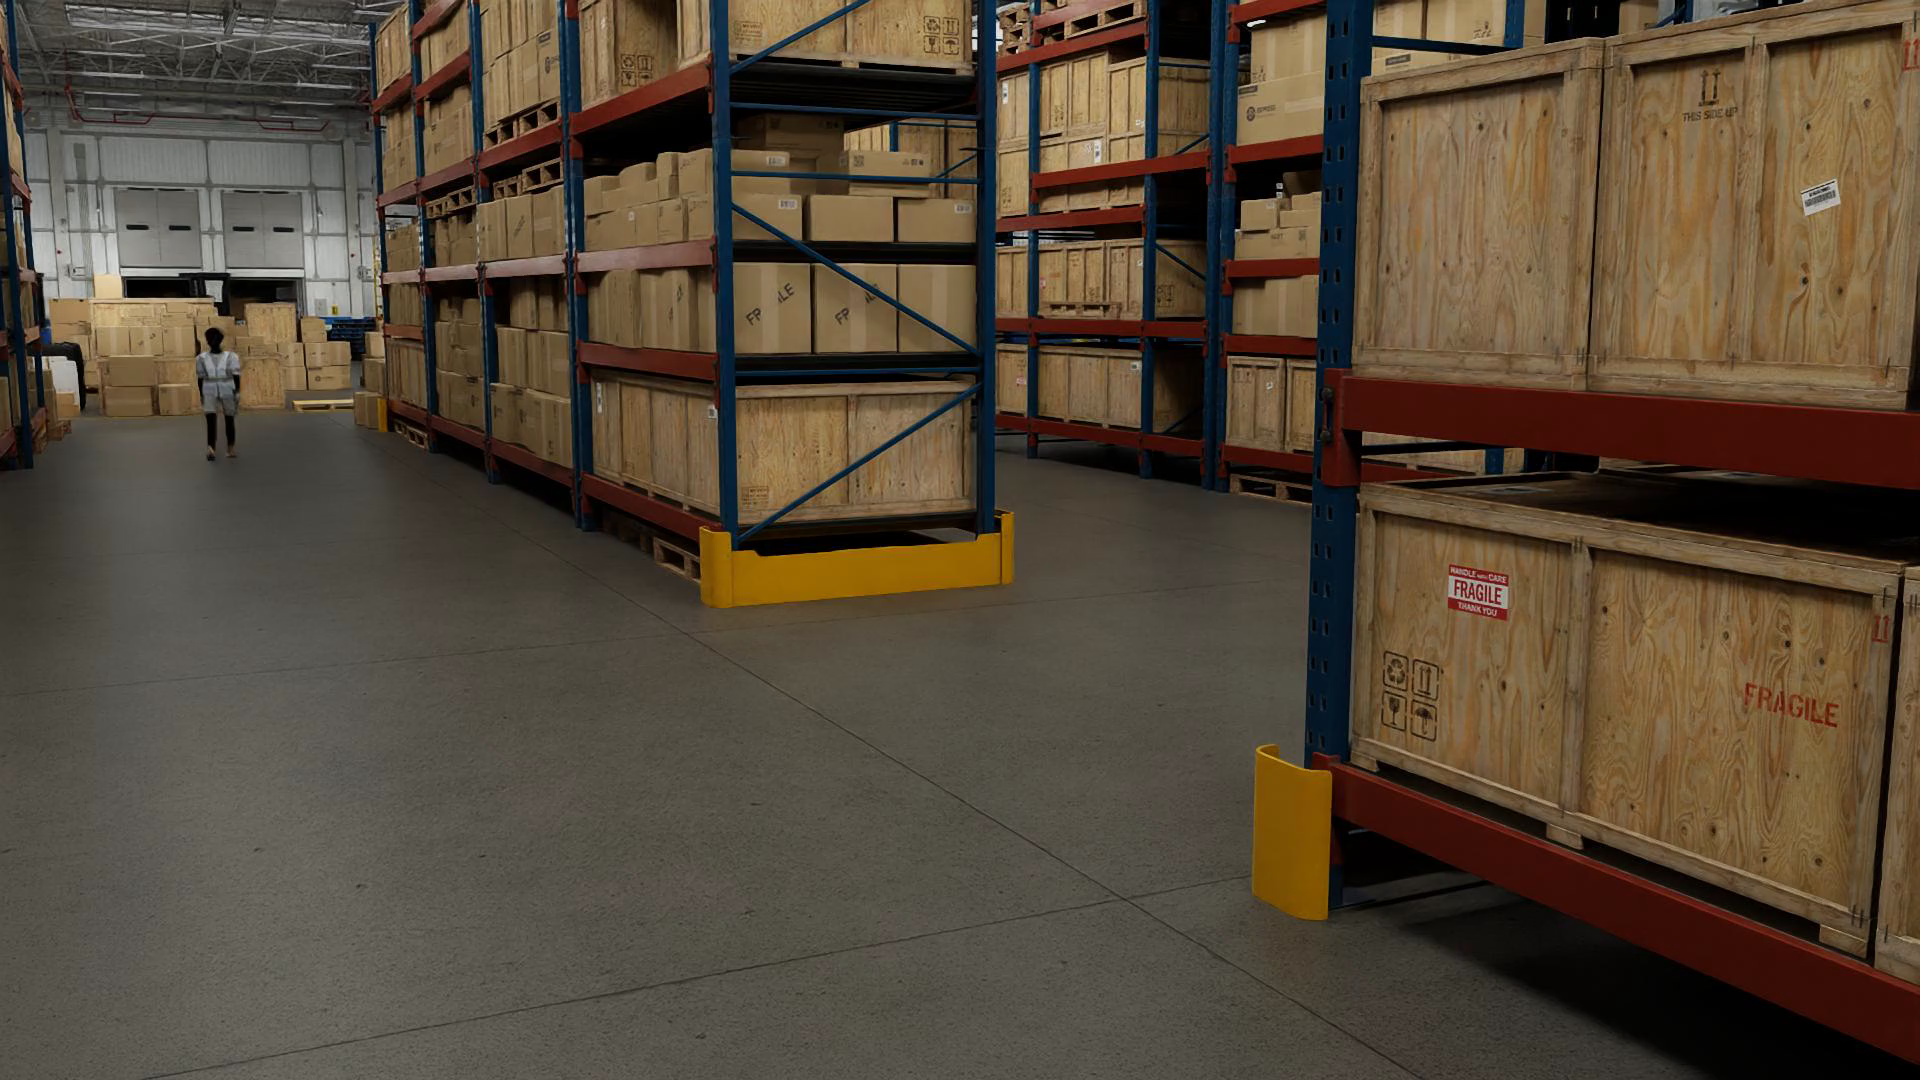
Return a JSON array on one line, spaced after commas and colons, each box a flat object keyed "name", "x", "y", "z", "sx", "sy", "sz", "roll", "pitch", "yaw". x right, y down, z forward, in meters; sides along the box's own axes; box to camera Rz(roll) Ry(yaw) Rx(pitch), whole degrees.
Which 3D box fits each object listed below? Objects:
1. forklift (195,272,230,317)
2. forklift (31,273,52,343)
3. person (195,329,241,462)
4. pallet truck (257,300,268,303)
[{"name": "forklift", "x": -22.784, "y": -6.786, "z": 50.885, "sx": 1.873, "sy": 2.768, "sz": 1.129, "roll": 6, "pitch": 10, "yaw": 37}, {"name": "forklift", "x": -28.341, "y": -6.758, "z": 50.689, "sx": 1.873, "sy": 2.768, "sz": 1.129, "roll": 4, "pitch": 9, "yaw": 24}, {"name": "person", "x": -9.277, "y": -1.817, "z": 20.826, "sx": 0.533, "sy": 1.644, "sz": 0.875, "roll": -3, "pitch": 9, "yaw": -18}, {"name": "pallet truck", "x": -23.913, "y": -7.404, "z": 58.171, "sx": 1.885, "sy": 1.965, "sz": 0.823, "roll": -1, "pitch": 8, "yaw": -9}]
